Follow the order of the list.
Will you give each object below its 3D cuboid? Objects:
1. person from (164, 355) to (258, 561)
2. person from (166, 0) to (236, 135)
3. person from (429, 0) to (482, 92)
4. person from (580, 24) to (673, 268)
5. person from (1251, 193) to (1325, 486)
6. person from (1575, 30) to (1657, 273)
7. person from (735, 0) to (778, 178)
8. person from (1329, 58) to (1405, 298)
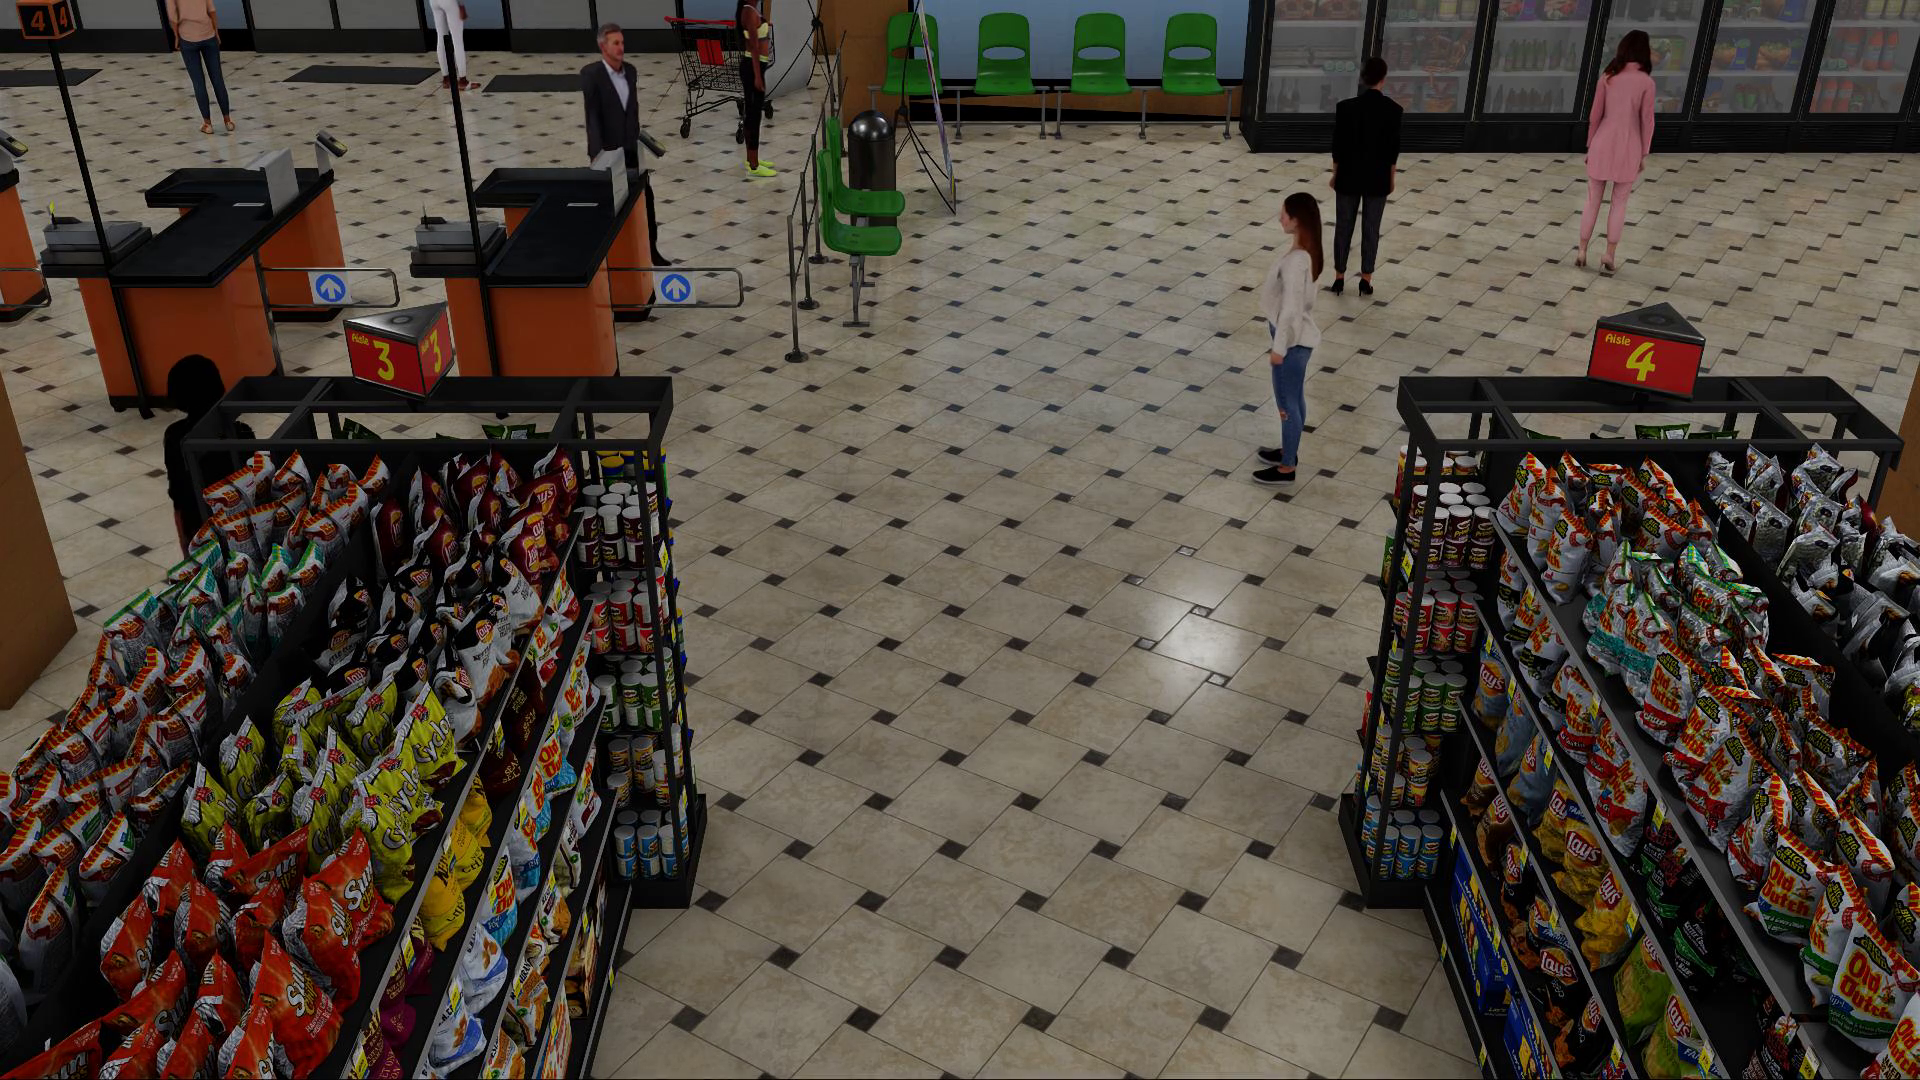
[{"bbox_3d":[-3.175,0.057,7.212,0.626,1.660,1.146,-2,29,-4],"label":"person"},{"bbox_3d":[-7.351,-4.840,16.042,0.670,1.792,0.699,-19,34,-31],"label":"person"},{"bbox_3d":[-5.446,-5.661,17.617,0.674,1.724,0.686,16,32,27],"label":"person"},{"bbox_3d":[-2.664,-2.969,12.606,1.236,1.803,1.209,23,36,36],"label":"person"},{"bbox_3d":[1.868,-1.125,9.341,0.746,1.694,0.604,10,30,17],"label":"person"},{"bbox_3d":[4.913,-2.900,12.478,0.687,1.803,0.686,15,32,26],"label":"person"},{"bbox_3d":[-1.848,-4.145,14.810,0.652,1.754,0.486,-4,29,-8],"label":"person"},{"bbox_3d":[2.912,-2.603,12.020,0.713,1.721,0.691,10,30,18],"label":"person"}]
